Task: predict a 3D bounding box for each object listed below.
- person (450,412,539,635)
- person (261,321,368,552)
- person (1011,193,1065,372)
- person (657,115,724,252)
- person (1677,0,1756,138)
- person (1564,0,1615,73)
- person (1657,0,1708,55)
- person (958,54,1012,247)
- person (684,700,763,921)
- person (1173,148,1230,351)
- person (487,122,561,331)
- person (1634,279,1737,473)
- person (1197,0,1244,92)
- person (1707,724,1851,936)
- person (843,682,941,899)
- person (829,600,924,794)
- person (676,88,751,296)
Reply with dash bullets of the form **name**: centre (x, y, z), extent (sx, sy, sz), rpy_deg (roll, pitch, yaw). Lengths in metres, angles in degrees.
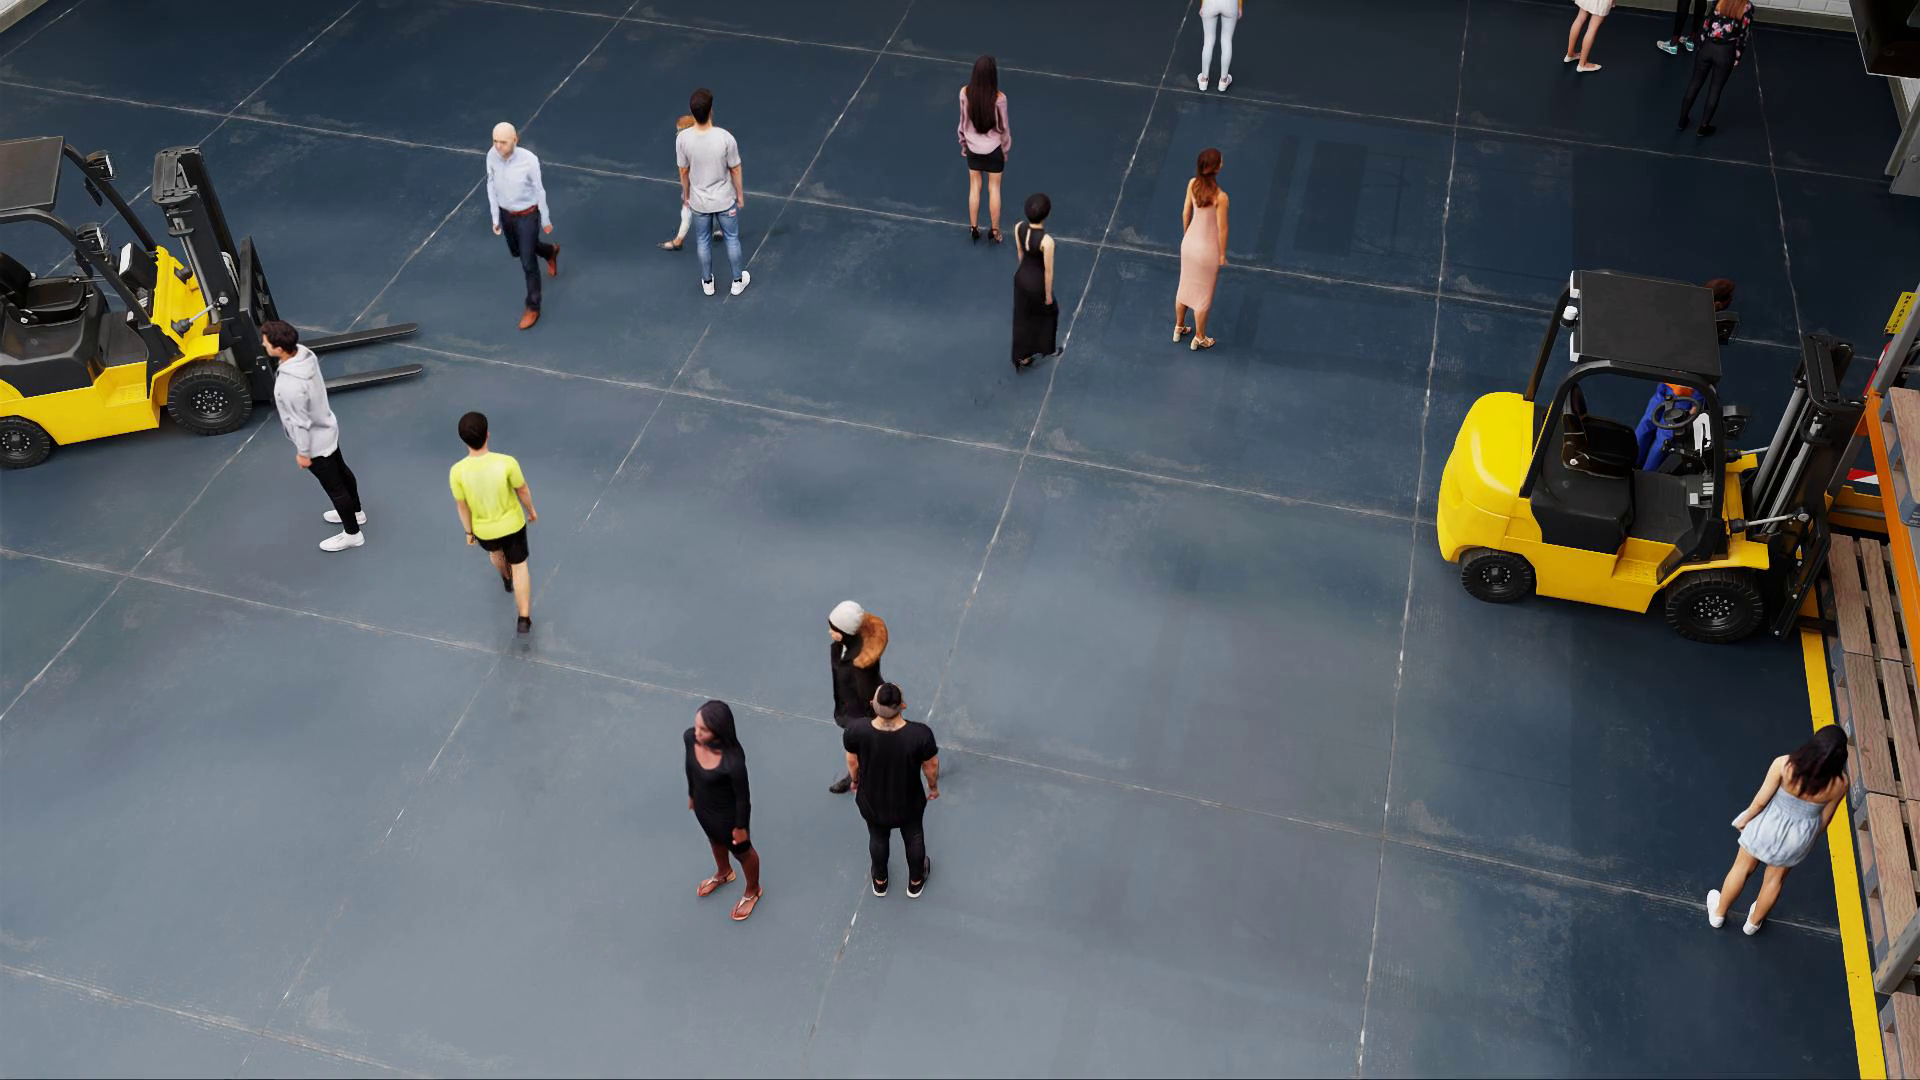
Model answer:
- **person**: centre (-3.093, -0.080, 11.157), extent (0.963, 1.677, 1.178), rpy_deg (-8, 44, -8)
- **person**: centre (-4.515, -0.754, 11.679), extent (0.829, 1.931, 0.701), rpy_deg (-7, 44, -8)
- **person**: centre (0.527, -1.997, 13.238), extent (0.777, 1.582, 0.854), rpy_deg (34, 53, 31)
- **person**: centre (-2.254, -3.159, 14.682), extent (0.904, 1.271, 0.953), rpy_deg (-11, 45, -12)
- **person**: centre (7.300, -4.709, 16.011), extent (0.655, 1.683, 0.660), rpy_deg (34, 53, 30)
- **person**: centre (6.525, -5.640, 16.966), extent (0.708, 1.712, 0.624), rpy_deg (-14, 45, -14)
- **person**: centre (7.667, -5.920, 17.189), extent (0.701, 1.810, 0.704), rpy_deg (-12, 45, -12)
- **person**: centre (0.217, -3.387, 14.531), extent (0.632, 1.811, 0.547), rpy_deg (15, 46, 15)
- **person**: centre (-1.352, 1.518, 9.447), extent (0.681, 1.720, 0.653), rpy_deg (29, 51, 27)
- **person**: centre (1.943, -2.342, 13.418), extent (0.670, 1.832, 0.655), rpy_deg (-33, 52, -30)
- **person**: centre (-3.626, -2.707, 13.846), extent (0.691, 1.771, 1.134), rpy_deg (13, 45, 13)
- **person**: centre (5.256, -1.130, 12.123), extent (0.846, 1.863, 0.696), rpy_deg (-6, 44, -6)
- **person**: centre (2.608, -5.331, 16.614), extent (0.601, 1.750, 0.577), rpy_deg (7, 44, 7)
- **person**: centre (4.604, 1.623, 9.329), extent (0.604, 1.730, 0.548), rpy_deg (14, 45, 15)
- **person**: centre (-0.382, 1.402, 9.465), extent (0.726, 1.864, 0.653), rpy_deg (2, 44, 2)
- **person**: centre (-0.522, 0.967, 10.098), extent (0.972, 1.621, 0.960), rpy_deg (-17, 46, -17)
- **person**: centre (-2.086, -2.909, 13.973), extent (0.732, 1.888, 0.655), rpy_deg (-1, 44, -1)
